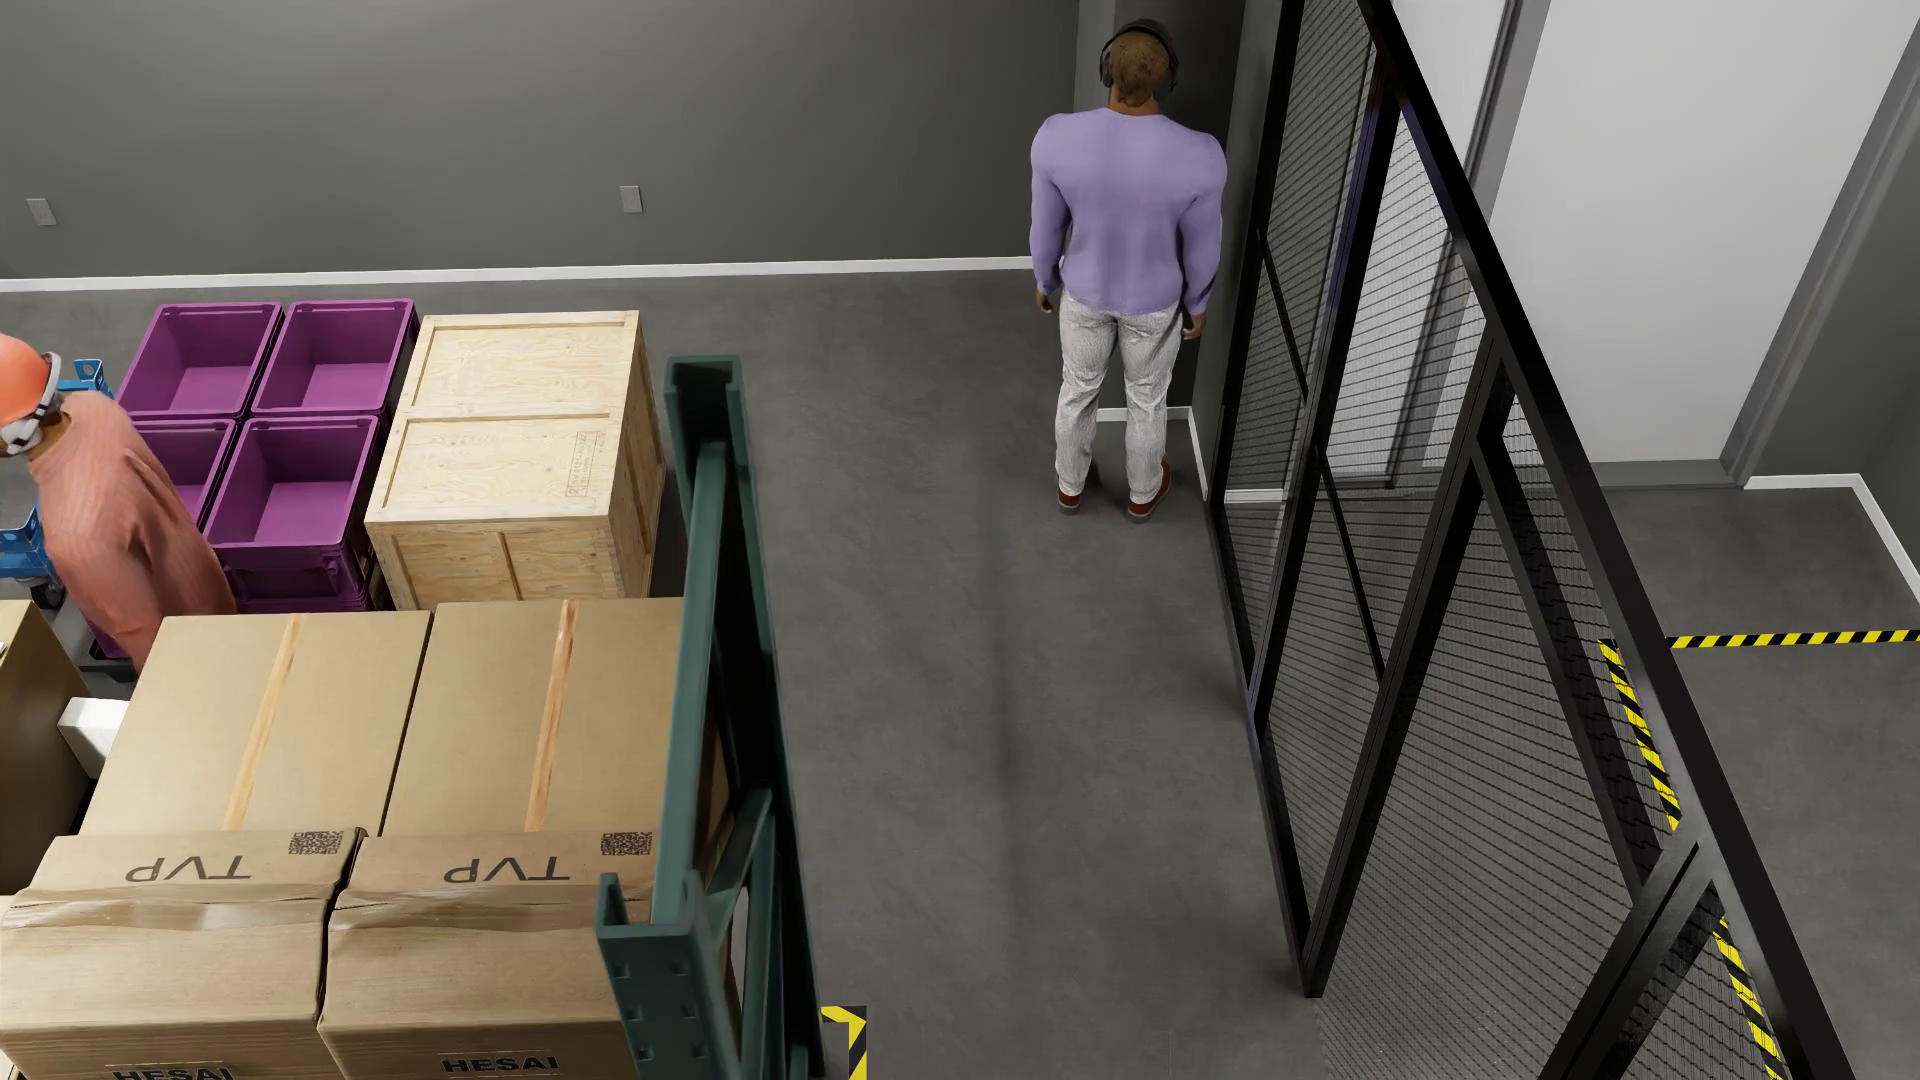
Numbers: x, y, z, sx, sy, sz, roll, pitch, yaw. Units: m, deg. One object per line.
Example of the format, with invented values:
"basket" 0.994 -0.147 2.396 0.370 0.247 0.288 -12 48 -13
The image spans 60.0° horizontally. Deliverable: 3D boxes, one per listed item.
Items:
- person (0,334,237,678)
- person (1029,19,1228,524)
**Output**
"person" -2.205 0.211 4.535 0.465 1.973 0.642 -12 48 -12
"person" 0.536 -0.836 5.554 0.627 1.941 0.371 10 47 10
